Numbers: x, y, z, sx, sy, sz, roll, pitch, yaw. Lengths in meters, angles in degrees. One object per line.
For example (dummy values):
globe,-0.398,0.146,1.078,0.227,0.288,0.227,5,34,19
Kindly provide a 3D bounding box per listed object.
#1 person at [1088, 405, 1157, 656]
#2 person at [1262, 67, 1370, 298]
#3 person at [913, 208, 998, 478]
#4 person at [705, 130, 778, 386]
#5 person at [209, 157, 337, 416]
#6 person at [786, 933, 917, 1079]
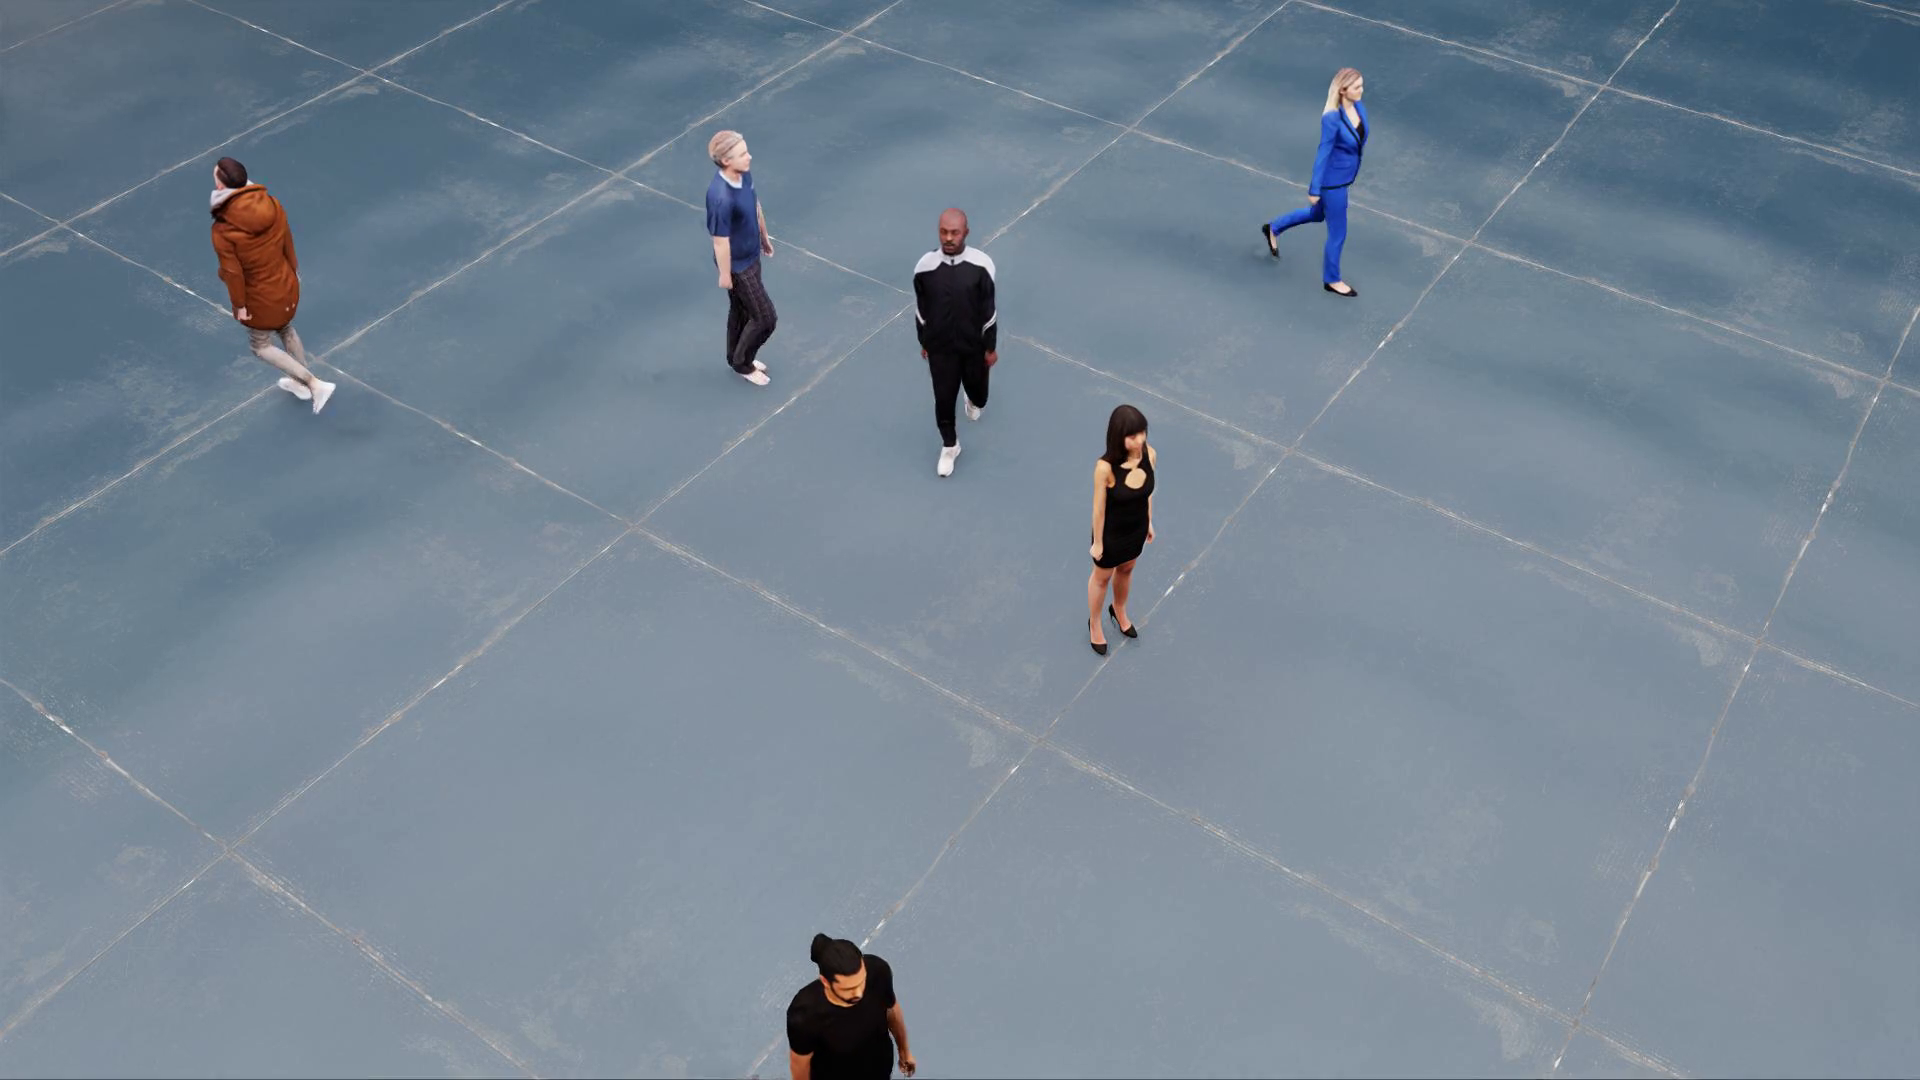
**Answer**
person,0.867,-0.063,9.074,0.617,1.653,0.601,-23,48,-22
person,2.535,-2.553,11.727,1.076,1.671,0.638,26,49,25
person,-0.008,-1.283,10.261,0.979,1.816,0.988,3,43,3
person,-1.520,-1.827,10.814,0.823,1.855,0.799,5,43,6
person,-4.350,-1.558,10.552,0.930,1.820,0.781,19,46,19
person,-0.493,2.084,6.705,0.649,1.746,0.672,33,52,30
